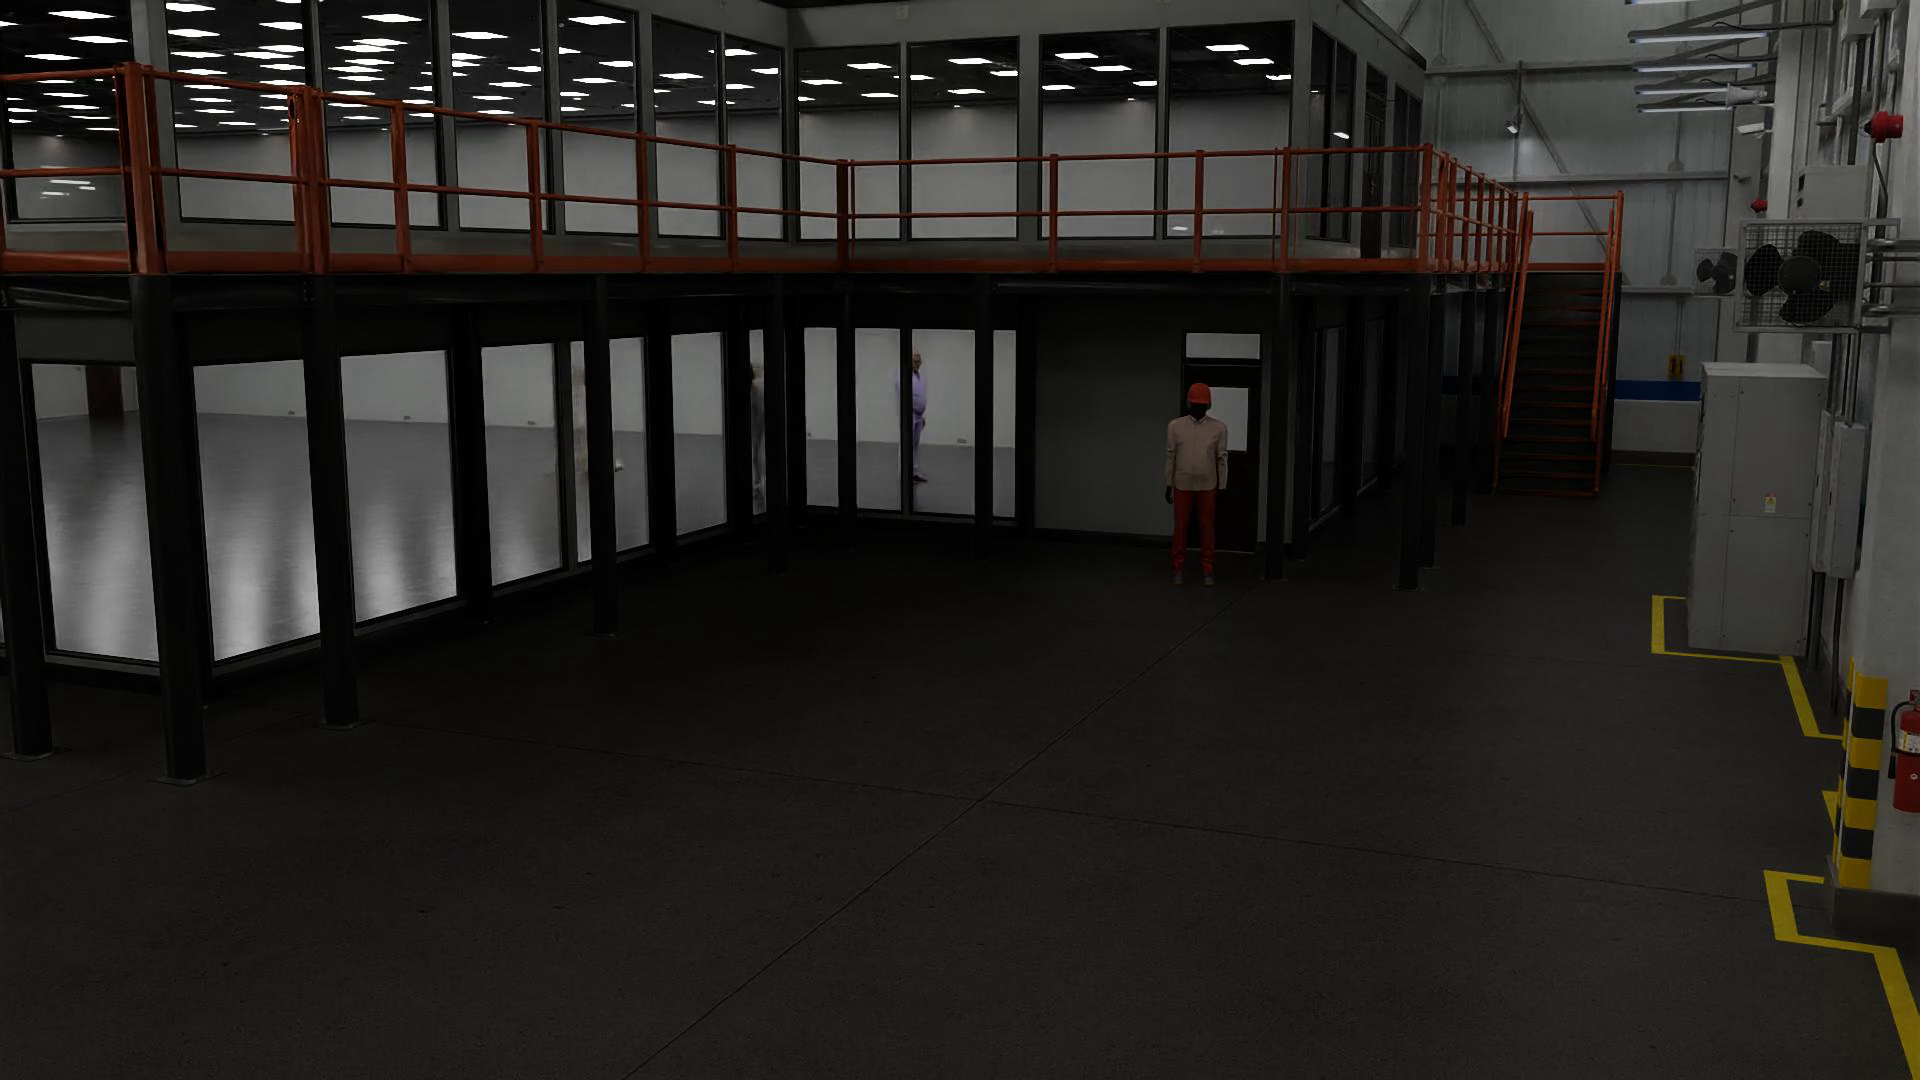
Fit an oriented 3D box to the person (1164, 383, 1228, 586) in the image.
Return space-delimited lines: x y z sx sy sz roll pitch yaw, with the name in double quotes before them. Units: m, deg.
"person" 2.288 -0.535 16.129 0.612 1.986 0.406 1 9 8
